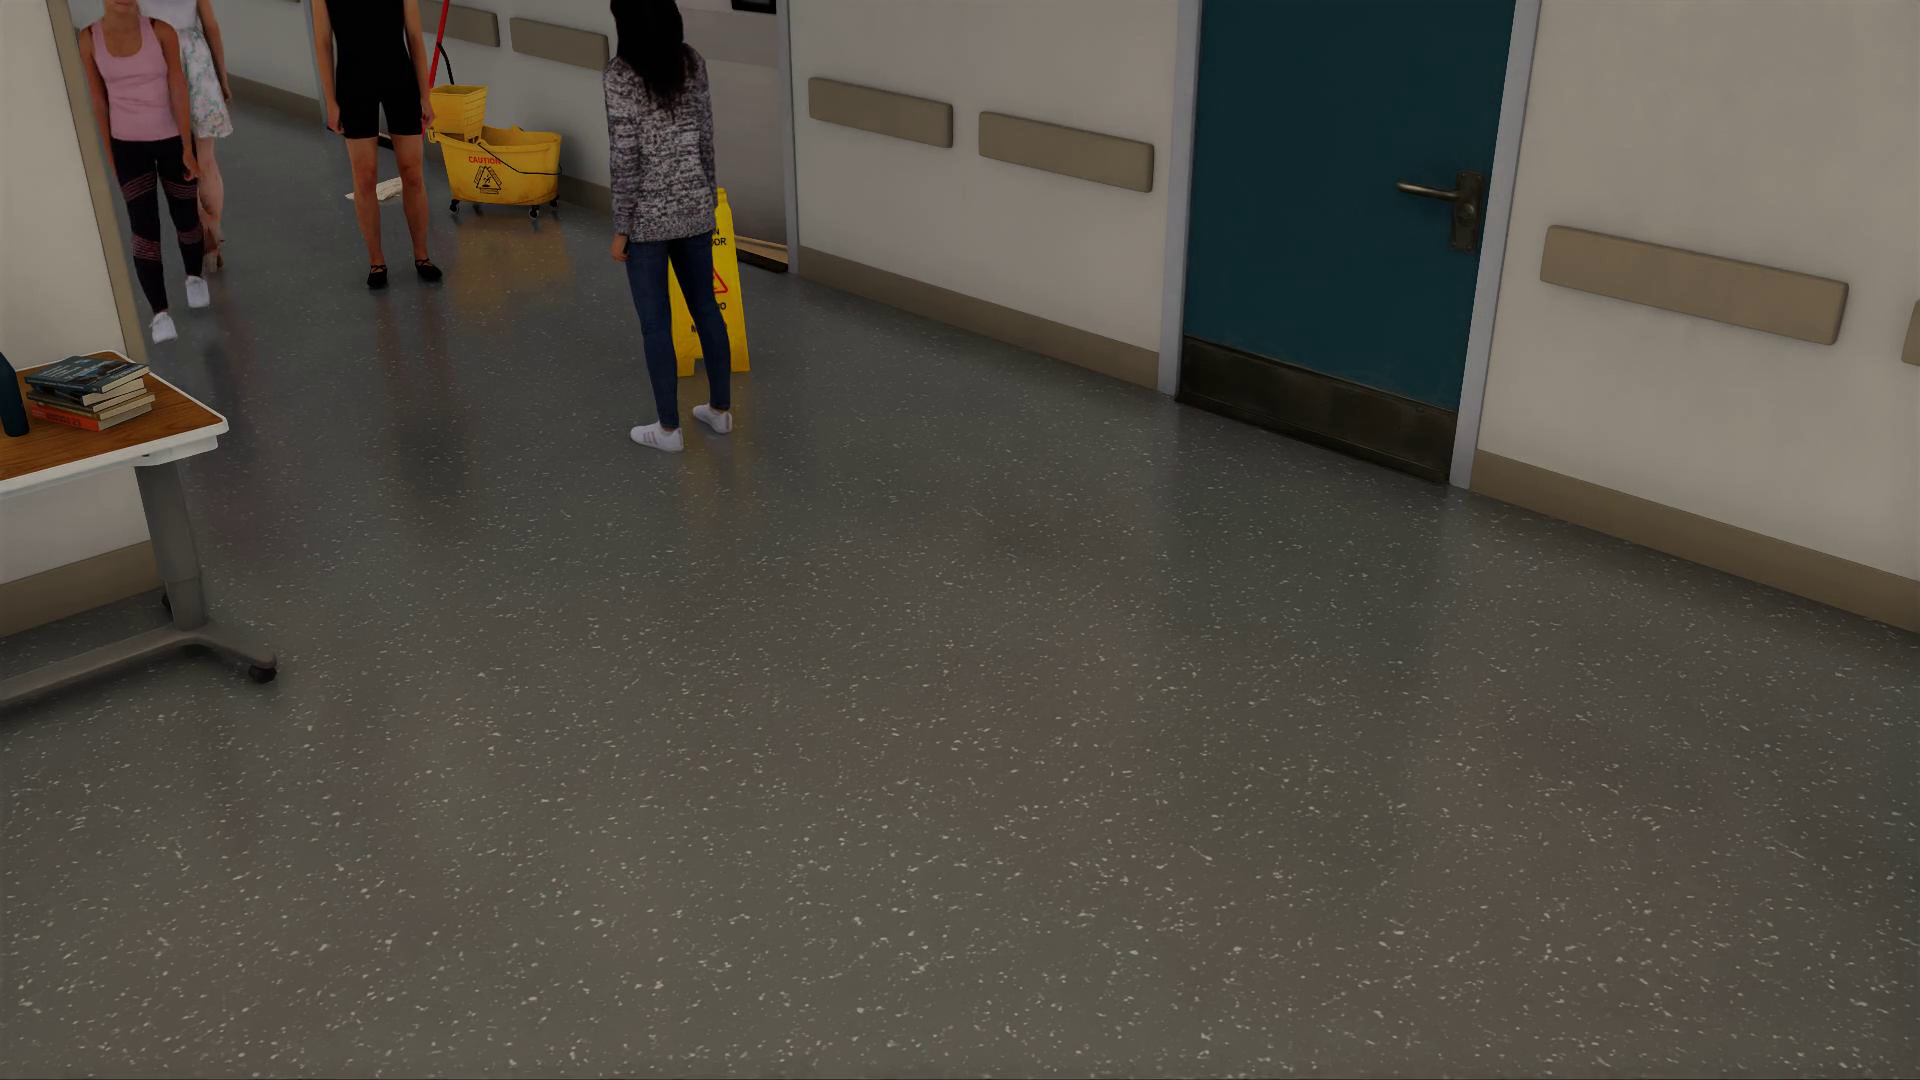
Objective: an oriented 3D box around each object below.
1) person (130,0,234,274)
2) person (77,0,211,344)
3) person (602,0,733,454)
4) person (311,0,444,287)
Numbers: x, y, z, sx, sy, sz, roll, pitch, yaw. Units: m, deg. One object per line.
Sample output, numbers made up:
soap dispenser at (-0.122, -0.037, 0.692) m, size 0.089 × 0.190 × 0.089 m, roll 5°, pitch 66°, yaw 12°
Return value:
person at (-3.700, -2.128, 7.941) m, size 0.706 × 1.763 × 0.773 m, roll -16°, pitch 30°, yaw -29°
person at (-3.518, -1.728, 7.278) m, size 0.782 × 1.617 × 1.127 m, roll -11°, pitch 28°, yaw -21°
person at (-1.068, -1.181, 6.012) m, size 0.503 × 1.731 × 0.602 m, roll 23°, pitch 34°, yaw 39°
person at (-2.761, -2.132, 7.886) m, size 0.700 × 1.816 × 0.635 m, roll -12°, pitch 28°, yaw -23°
